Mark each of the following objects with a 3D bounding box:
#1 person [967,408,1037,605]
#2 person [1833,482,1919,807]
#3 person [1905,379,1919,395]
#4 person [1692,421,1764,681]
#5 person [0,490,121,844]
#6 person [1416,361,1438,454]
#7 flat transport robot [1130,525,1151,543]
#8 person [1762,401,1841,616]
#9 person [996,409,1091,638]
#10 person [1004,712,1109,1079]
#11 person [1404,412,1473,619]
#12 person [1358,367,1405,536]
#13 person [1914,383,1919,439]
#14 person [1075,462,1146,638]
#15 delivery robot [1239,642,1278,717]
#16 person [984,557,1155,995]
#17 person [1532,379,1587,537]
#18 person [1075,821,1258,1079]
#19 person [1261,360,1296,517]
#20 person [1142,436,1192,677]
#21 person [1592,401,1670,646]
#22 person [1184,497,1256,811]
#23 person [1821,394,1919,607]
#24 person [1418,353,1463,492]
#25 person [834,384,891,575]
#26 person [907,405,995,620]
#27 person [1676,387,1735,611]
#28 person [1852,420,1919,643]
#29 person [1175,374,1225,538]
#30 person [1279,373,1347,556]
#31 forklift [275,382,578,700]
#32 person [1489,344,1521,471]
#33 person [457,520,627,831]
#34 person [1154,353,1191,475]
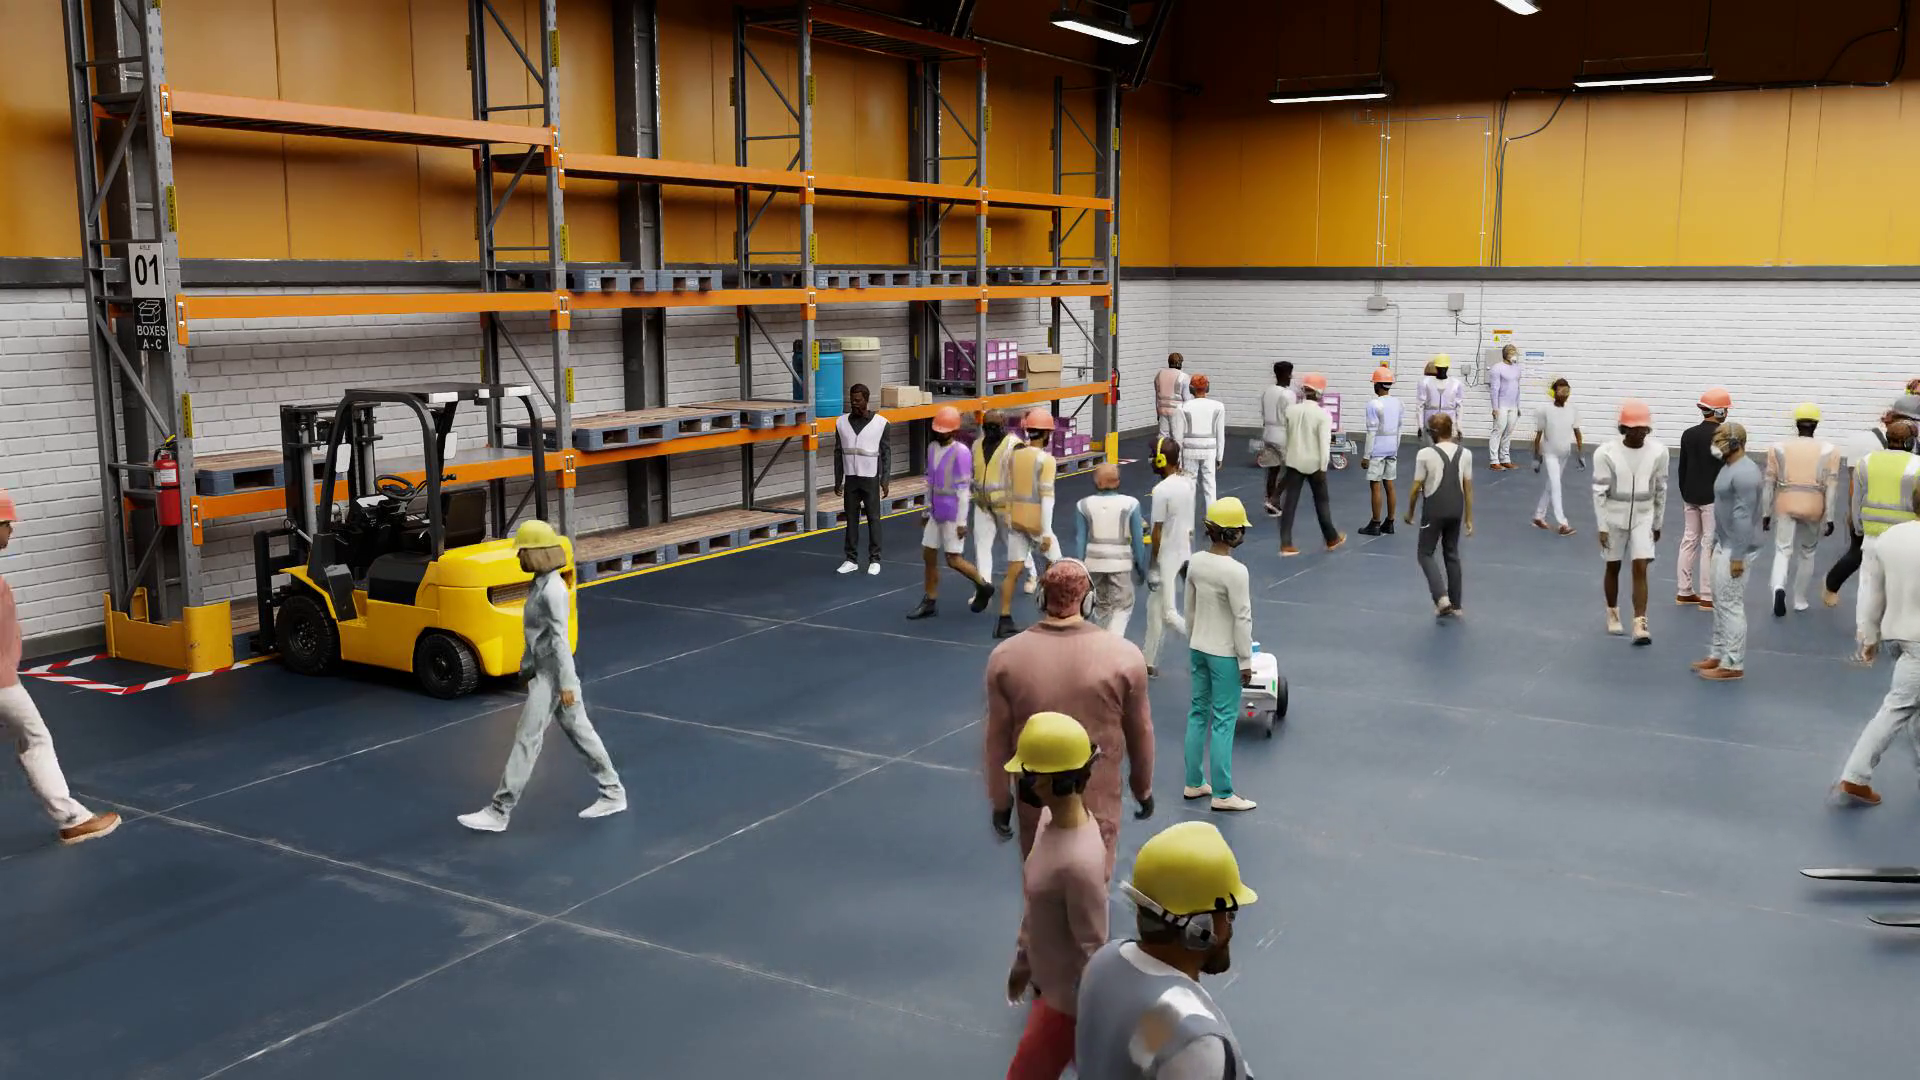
[{"bbox_3d":[0.408,-0.326,15.290,0.629,1.801,0.897,6,11,35],"label":"person"},{"bbox_3d":[5.406,0.573,9.416,1.035,1.891,0.640,-2,9,-11],"label":"person"},{"bbox_3d":[10.576,-0.861,18.455,0.507,1.848,0.385,1,9,7],"label":"person"},{"bbox_3d":[5.728,0.082,12.335,0.412,1.924,0.639,2,9,15],"label":"person"},{"bbox_3d":[-4.995,0.693,8.506,0.629,1.935,1.065,8,12,41],"label":"person"},{"bbox_3d":[7.678,-2.111,27.049,0.516,1.595,0.846,0,9,2],"label":"person"},{"bbox_3d":[1.751,-0.164,19.004,0.652,0.197,1.431,0,9,-2],"label":"flat transport robot"},{"bbox_3d":[7.377,-0.268,14.639,0.585,1.894,0.821,6,11,31],"label":"person"},{"bbox_3d":[0.670,-0.146,13.872,0.987,1.880,0.560,-8,12,-41],"label":"person"},{"bbox_3d":[0.371,1.350,5.032,0.912,1.723,0.513,0,9,0],"label":"person"},{"bbox_3d":[4.185,-0.199,14.400,0.521,1.819,0.538,-2,9,-13],"label":"person"},{"bbox_3d":[4.838,-1.017,19.148,0.545,1.938,0.358,-6,11,-33],"label":"person"},{"bbox_3d":[9.605,-0.628,16.518,0.612,1.993,1.003,-2,9,-11],"label":"person"},{"bbox_3d":[1.100,0.228,12.370,0.548,1.607,0.653,3,9,17],"label":"person"},{"bbox_3d":[1.935,0.921,11.058,0.477,0.478,0.707,2,9,10],"label":"delivery robot"},{"bbox_3d":[0.459,1.002,6.735,0.658,1.883,0.762,2,9,14],"label":"person"},{"bbox_3d":[6.928,-0.969,19.277,0.501,1.809,1.026,-2,9,-12],"label":"person"},{"bbox_3d":[0.551,1.512,3.797,0.889,1.788,0.620,-3,10,-19],"label":"person"},{"bbox_3d":[3.952,-1.237,20.470,0.417,1.951,0.643,-5,10,-27],"label":"person"},{"bbox_3d":[1.571,0.158,12.167,0.868,1.833,0.531,6,11,31],"label":"person"},{"bbox_3d":[5.448,-0.140,13.533,0.607,1.977,0.992,2,9,11],"label":"person"},{"bbox_3d":[1.473,0.635,9.368,0.315,1.767,0.535,-5,10,-28],"label":"person"},{"bbox_3d":[7.917,-0.303,14.369,0.726,2.000,0.804,-1,9,-8],"label":"person"},{"bbox_3d":[6.594,-1.608,22.869,0.592,1.925,0.379,3,9,16],"label":"person"},{"bbox_3d":[-0.975,-0.613,16.682,0.591,1.918,0.383,3,10,19],"label":"person"},{"bbox_3d":[-0.070,-0.242,14.445,0.700,1.901,0.650,-6,11,-34],"label":"person"},{"bbox_3d":[6.703,-0.368,14.909,0.378,1.996,0.611,-3,10,-17],"label":"person"},{"bbox_3d":[7.523,-0.049,13.405,0.429,1.843,0.633,-6,11,-33],"label":"person"},{"bbox_3d":[2.721,-0.947,18.924,0.575,1.876,0.340,0,9,-1],"label":"person"},{"bbox_3d":[3.766,-0.815,17.844,0.629,1.937,1.008,9,13,44],"label":"person"},{"bbox_3d":[-3.974,-0.067,12.417,2.313,2.155,1.214,5,11,30],"label":"forklift"},{"bbox_3d":[8.352,-2.026,25.443,0.631,1.940,0.372,-6,11,-34],"label":"person"},{"bbox_3d":[-2.255,0.725,9.022,0.919,1.692,0.506,-3,10,-18],"label":"person"},{"bbox_3d":[3.200,-1.887,24.920,0.619,1.836,0.430,8,12,40],"label":"person"}]
